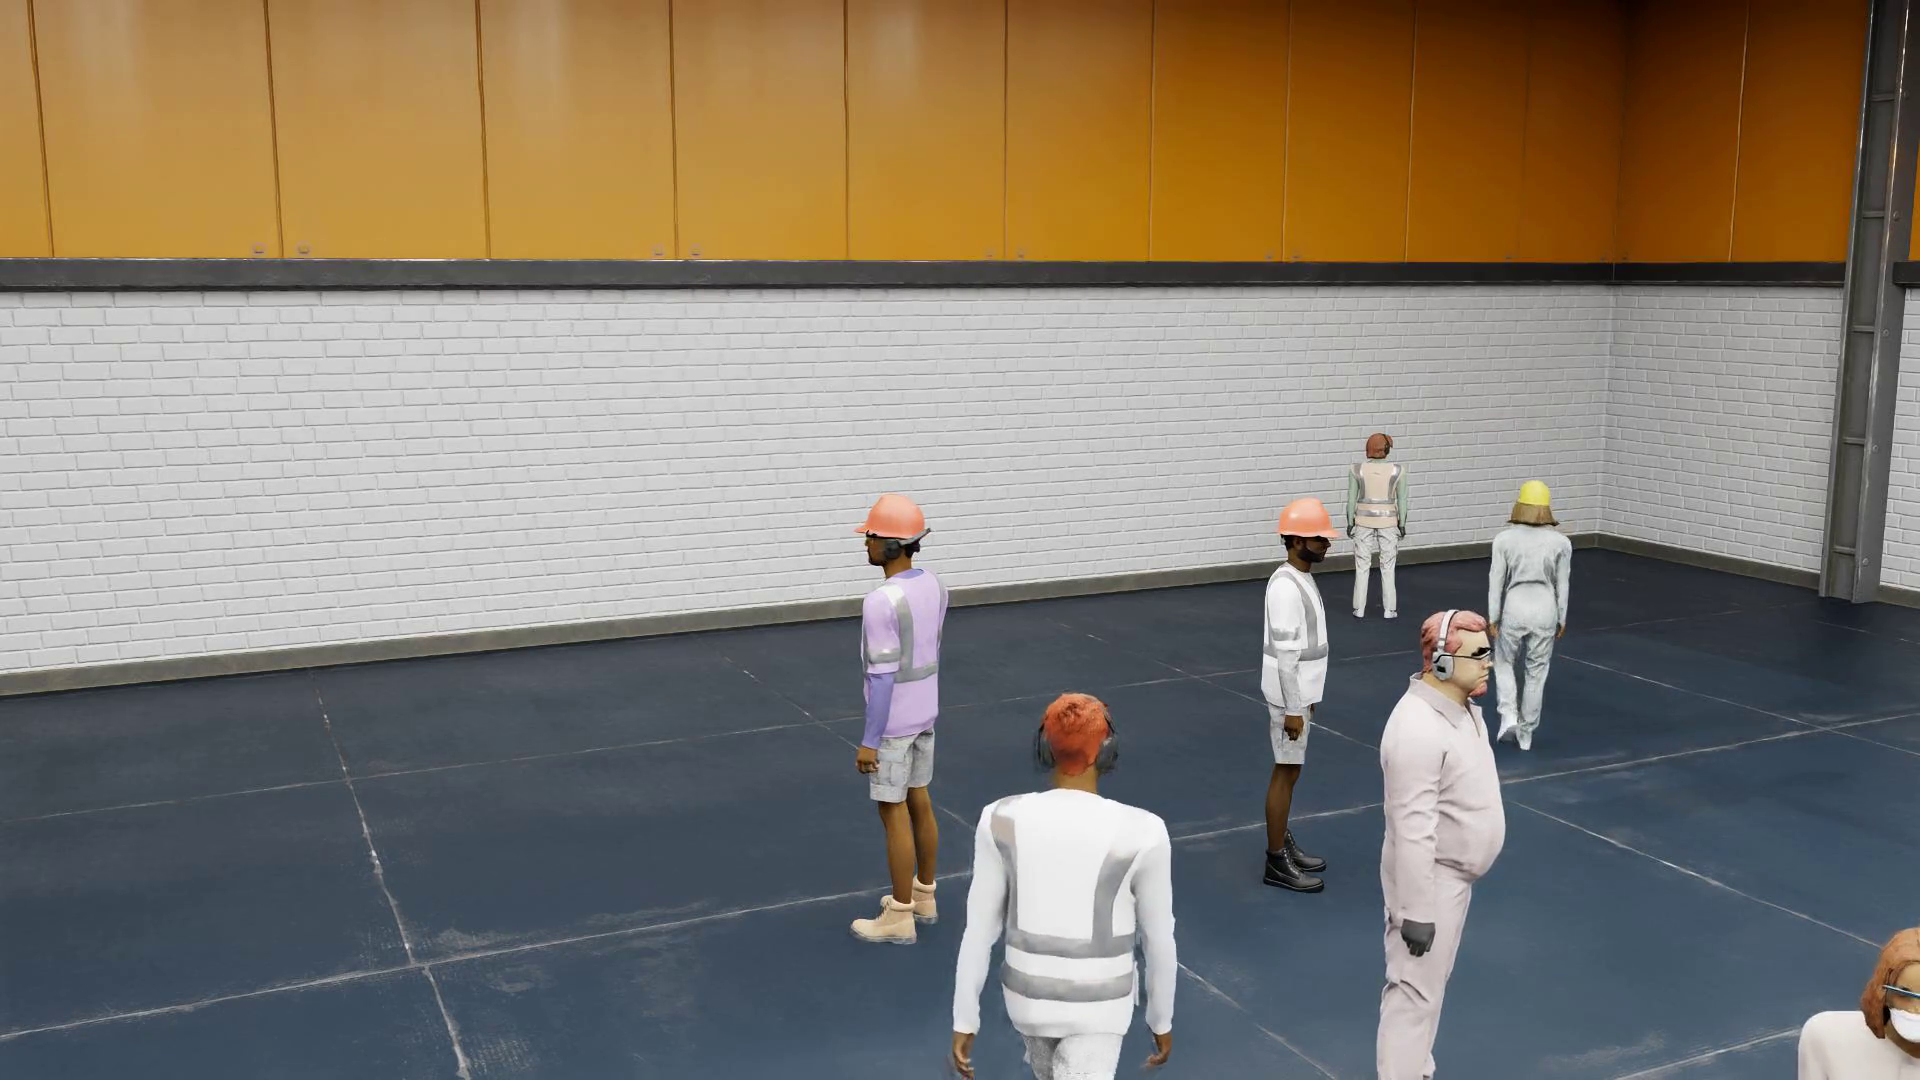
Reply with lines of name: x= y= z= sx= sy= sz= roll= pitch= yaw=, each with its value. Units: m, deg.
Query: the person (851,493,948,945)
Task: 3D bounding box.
person: x=-0.289 y=0.805 z=7.553 sx=0.362 sy=2.048 sz=0.613 roll=4 pitch=10 yaw=24

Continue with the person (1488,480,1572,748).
person: x=3.599 y=0.481 z=10.534 sx=0.490 sy=1.729 sz=0.405 roll=2 pitch=9 yaw=14

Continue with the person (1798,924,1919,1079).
person: x=2.090 y=1.629 z=3.723 sx=0.278 sy=1.629 sz=0.519 roll=-8 pitch=12 yaw=-42

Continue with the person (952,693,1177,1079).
person: x=0.301 y=1.366 z=4.789 sx=0.590 sy=1.832 sz=0.994 roll=4 pitch=10 yaw=23

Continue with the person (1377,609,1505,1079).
person: x=1.649 y=1.174 z=5.698 sx=0.399 sy=1.909 sz=0.642 roll=5 pitch=10 yaw=27

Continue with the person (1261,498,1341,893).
person: x=1.673 y=0.752 z=8.223 sx=0.355 sy=1.938 sz=0.545 roll=3 pitch=10 yaw=16

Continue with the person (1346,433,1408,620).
person: x=3.635 y=-0.115 z=14.531 sx=0.523 sy=1.636 sz=0.310 roll=3 pitch=9 yaw=15
